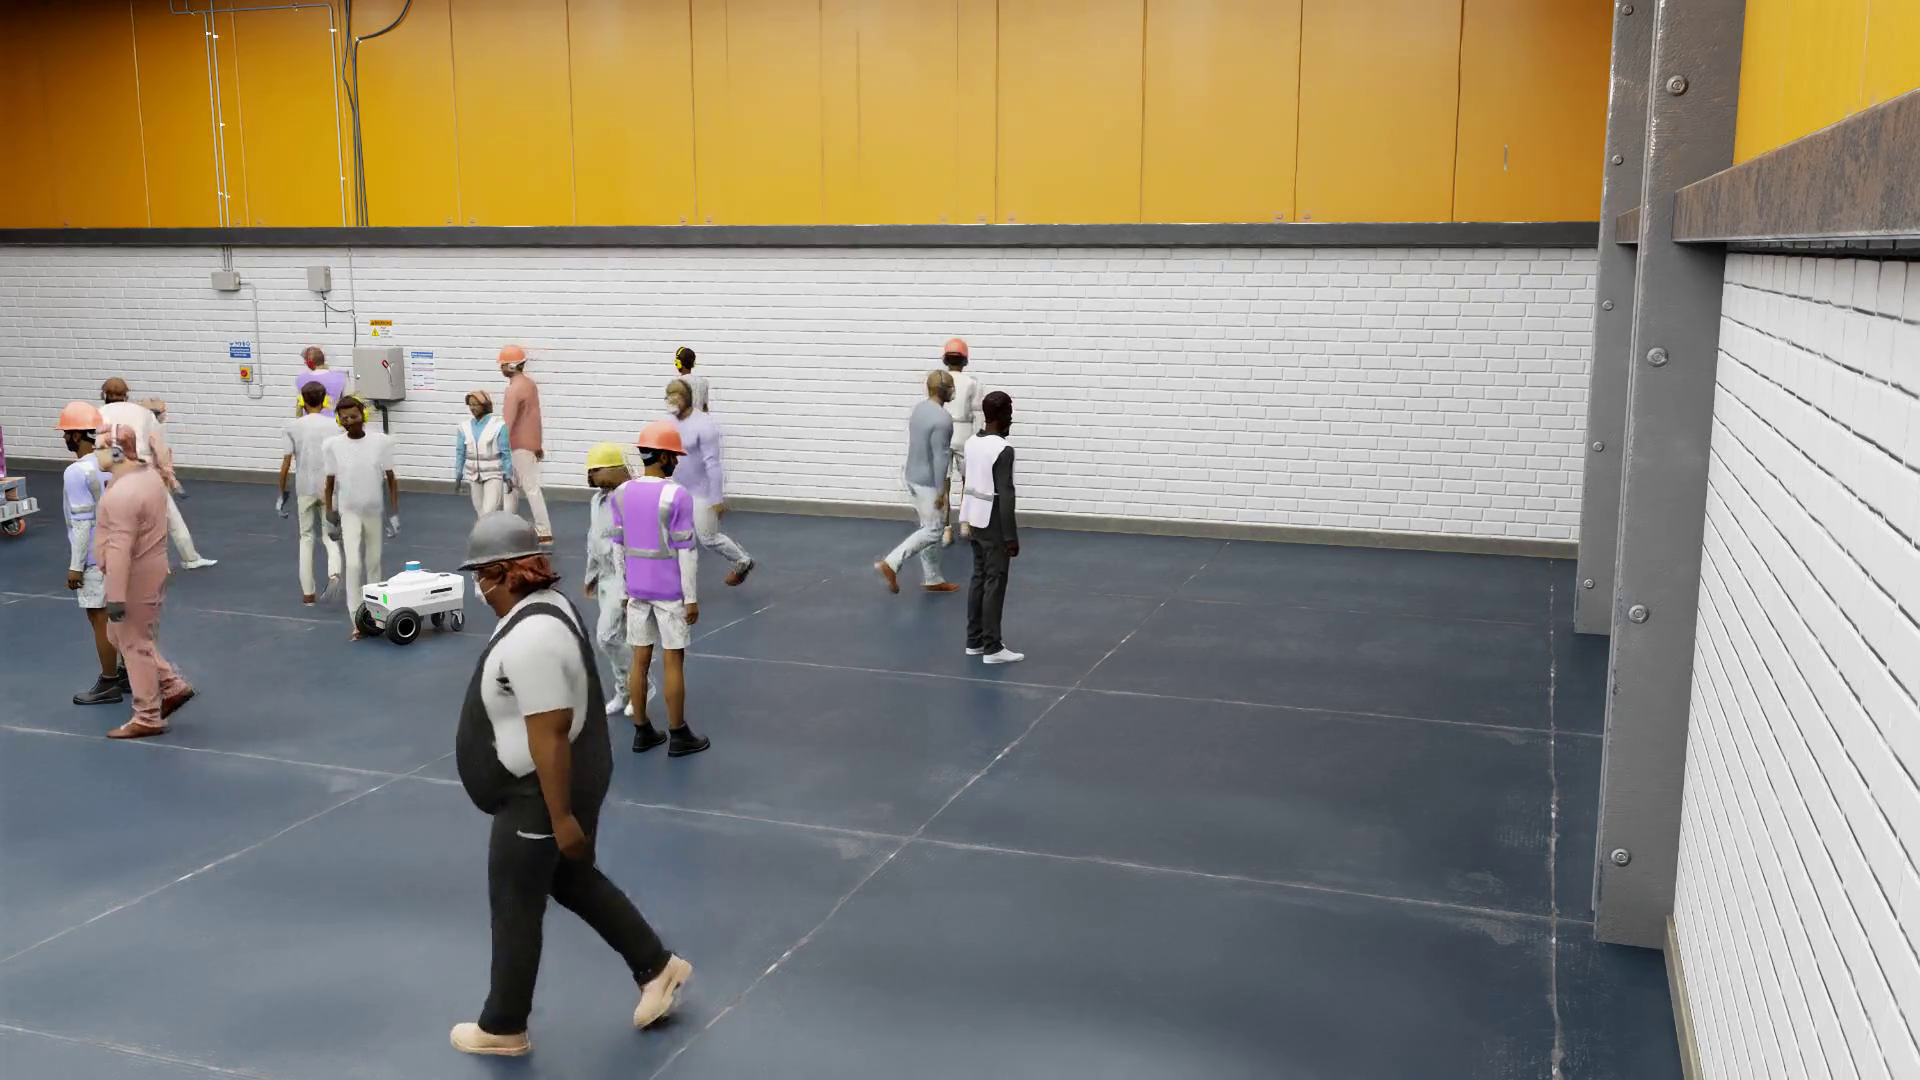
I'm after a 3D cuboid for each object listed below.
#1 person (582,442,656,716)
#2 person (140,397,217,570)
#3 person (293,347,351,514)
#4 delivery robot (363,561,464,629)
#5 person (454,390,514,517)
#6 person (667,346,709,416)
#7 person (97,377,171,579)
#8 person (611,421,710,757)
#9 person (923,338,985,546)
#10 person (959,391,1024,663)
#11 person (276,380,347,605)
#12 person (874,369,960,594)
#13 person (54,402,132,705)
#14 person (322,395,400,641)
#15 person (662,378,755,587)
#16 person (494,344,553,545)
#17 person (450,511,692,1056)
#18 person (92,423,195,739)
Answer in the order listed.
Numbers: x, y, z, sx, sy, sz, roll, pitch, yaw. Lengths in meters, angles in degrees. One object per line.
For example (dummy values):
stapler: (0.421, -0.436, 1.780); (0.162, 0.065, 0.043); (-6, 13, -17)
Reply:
person: (-2.148, 0.256, 10.267); (0.370, 1.732, 0.489); (-7, 12, -35)
person: (-7.134, -0.461, 14.702); (0.899, 1.589, 0.512); (-7, 12, -33)
person: (-6.915, -1.180, 18.098); (0.610, 1.823, 0.407); (-3, 11, -18)
delivery robot: (-4.086, 0.404, 12.466); (0.477, 0.478, 0.707); (8, 13, 40)
person: (-4.334, -0.530, 14.993); (0.539, 1.617, 0.630); (3, 11, 18)
person: (-2.851, -1.087, 17.412); (0.513, 1.875, 0.328); (-9, 14, -42)
person: (-7.226, -0.508, 14.422); (0.665, 1.792, 0.971); (-10, 14, -43)
person: (-1.721, 0.281, 9.557); (0.547, 1.928, 0.385); (5, 11, 27)
person: (-0.061, -0.965, 16.302); (0.631, 2.023, 0.627); (1, 10, 6)
person: (0.204, -0.094, 11.732); (0.383, 1.909, 0.597); (-5, 11, -24)
person: (-5.196, -0.360, 13.420); (0.602, 1.844, 0.606); (-5, 11, -28)
person: (-0.348, -0.453, 13.738); (0.730, 1.915, 0.647); (-4, 11, -24)
person: (-5.531, 0.086, 10.626); (0.358, 1.938, 0.542); (0, 10, 1)
person: (-4.502, -0.186, 12.519); (0.514, 1.826, 0.676); (-5, 11, -27)
person: (-2.073, -0.400, 13.558); (0.643, 1.891, 0.890); (7, 12, 36)
person: (-4.389, -0.915, 16.194); (0.895, 1.957, 0.652); (1, 10, 3)
person: (-1.436, 0.845, 6.059); (0.816, 2.000, 0.736); (0, 10, -1)
person: (-4.920, 0.244, 9.852); (0.430, 1.891, 0.673); (-2, 10, -12)
